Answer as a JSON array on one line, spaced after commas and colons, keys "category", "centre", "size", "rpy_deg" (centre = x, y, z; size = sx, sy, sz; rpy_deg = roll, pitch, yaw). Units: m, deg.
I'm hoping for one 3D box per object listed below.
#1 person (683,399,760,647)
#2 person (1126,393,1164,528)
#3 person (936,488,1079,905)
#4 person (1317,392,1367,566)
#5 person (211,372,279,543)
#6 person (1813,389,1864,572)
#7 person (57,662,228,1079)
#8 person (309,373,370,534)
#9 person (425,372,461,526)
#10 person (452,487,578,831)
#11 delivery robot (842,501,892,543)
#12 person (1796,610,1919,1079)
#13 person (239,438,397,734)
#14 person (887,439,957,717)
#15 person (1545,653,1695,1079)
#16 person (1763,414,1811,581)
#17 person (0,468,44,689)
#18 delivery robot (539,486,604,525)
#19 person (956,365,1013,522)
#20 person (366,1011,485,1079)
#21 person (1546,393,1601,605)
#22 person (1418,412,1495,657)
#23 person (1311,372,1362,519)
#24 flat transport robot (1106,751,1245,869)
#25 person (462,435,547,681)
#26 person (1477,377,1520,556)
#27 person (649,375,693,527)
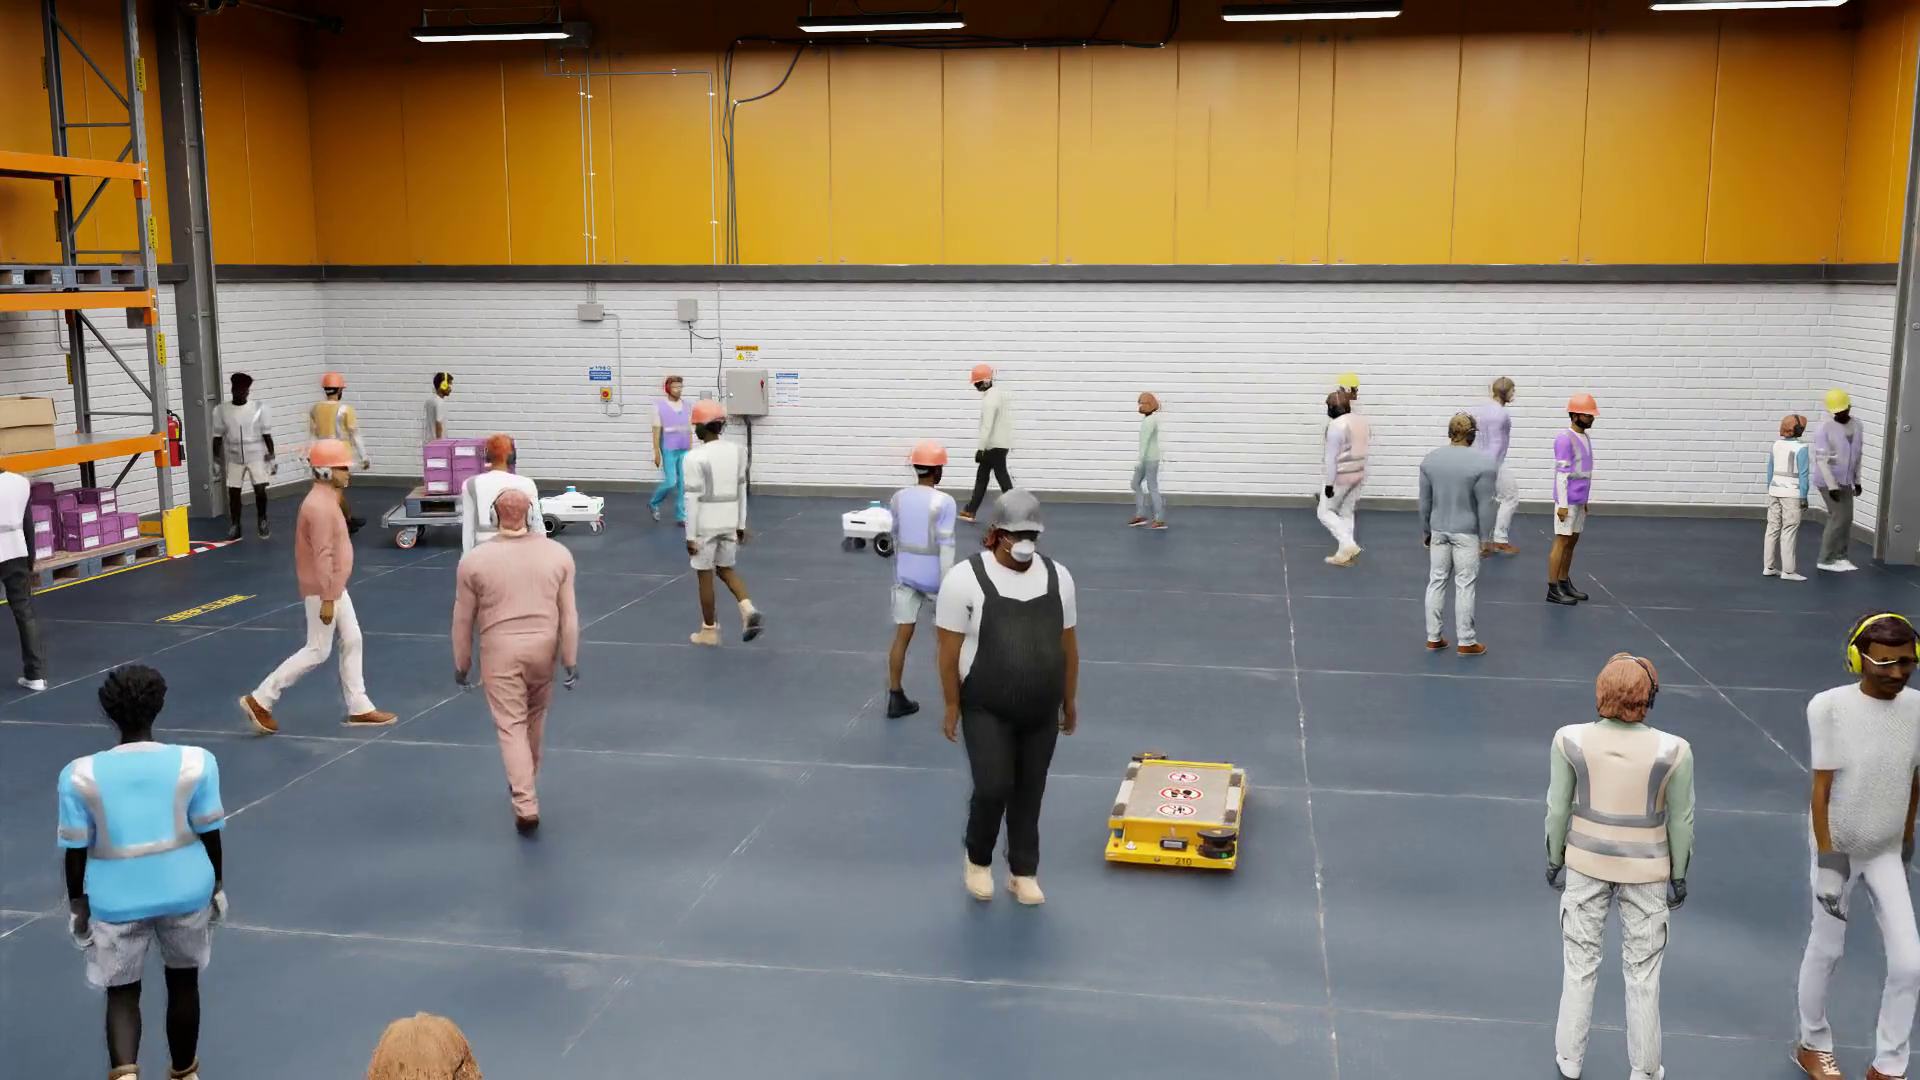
[{"category": "person", "centre": [-1.930, -0.116, 13.332], "size": [0.627, 2.029, 0.634], "rpy_deg": [9, 13, 43]}, {"category": "person", "centre": [2.172, -0.932, 19.682], "size": [0.586, 1.614, 0.512], "rpy_deg": [1, 9, 3]}, {"category": "person", "centre": [0.267, 0.748, 7.929], "size": [0.703, 2.000, 0.535], "rpy_deg": [-4, 10, -22]}, {"category": "person", "centre": [3.936, -0.618, 17.098], "size": [0.438, 1.818, 0.646], "rpy_deg": [9, 13, 44]}, {"category": "person", "centre": [-8.002, -0.917, 18.619], "size": [0.714, 1.930, 0.502], "rpy_deg": [-2, 9, -14]}, {"category": "person", "centre": [8.863, -0.595, 16.800], "size": [0.626, 1.876, 0.411], "rpy_deg": [-4, 10, -24]}, {"category": "person", "centre": [-2.836, 1.273, 5.810], "size": [0.534, 1.674, 0.622], "rpy_deg": [-4, 10, -23]}, {"category": "person", "centre": [-7.015, -0.949, 18.899], "size": [0.559, 1.888, 0.948], "rpy_deg": [3, 10, 17]}, {"category": "person", "centre": [-6.234, -1.076, 19.854], "size": [0.494, 1.839, 0.600], "rpy_deg": [-4, 10, -23]}, {"category": "person", "centre": [-2.451, 0.636, 9.195], "size": [0.659, 1.865, 0.977], "rpy_deg": [-5, 10, -28]}, {"category": "delivery robot", "centre": [-0.910, -0.174, 17.957], "size": [0.707, 0.478, 0.477], "rpy_deg": [4, 10, 26]}, {"category": "person", "centre": [3.284, 1.168, 5.974], "size": [0.490, 1.834, 0.704], "rpy_deg": [0, 9, -2]}, {"category": "person", "centre": [-4.250, 0.315, 10.885], "size": [0.895, 1.966, 0.631], "rpy_deg": [-3, 10, -16]}, {"category": "person", "centre": [-0.220, 0.244, 11.536], "size": [0.567, 1.882, 0.978], "rpy_deg": [6, 11, 33]}, {"category": "person", "centre": [2.430, 1.232, 6.163], "size": [0.513, 1.641, 0.309], "rpy_deg": [5, 10, 26]}, {"category": "person", "centre": [8.168, -0.421, 16.419], "size": [0.312, 1.642, 0.512], "rpy_deg": [-2, 9, -13]}, {"category": "person", "centre": [-7.099, 0.148, 12.165], "size": [0.964, 1.865, 0.629], "rpy_deg": [5, 10, 28]}, {"category": "delivery robot", "centre": [-4.485, -0.376, 19.211], "size": [0.707, 0.478, 0.477], "rpy_deg": [-1, 9, -3]}, {"category": "person", "centre": [0.296, -1.131, 19.920], "size": [0.963, 1.928, 0.684], "rpy_deg": [1, 9, 5]}, {"category": "person", "centre": [-1.015, 1.728, 3.232], "size": [0.533, 1.593, 0.851], "rpy_deg": [2, 9, 15]}, {"category": "person", "centre": [5.638, -0.378, 15.235], "size": [0.374, 1.935, 0.552], "rpy_deg": [8, 12, 40]}, {"category": "person", "centre": [3.923, -0.046, 13.172], "size": [0.375, 1.939, 0.628], "rpy_deg": [-9, 13, -44]}, {"category": "person", "centre": [4.670, -1.159, 20.452], "size": [0.492, 1.816, 0.606], "rpy_deg": [2, 9, 12]}, {"category": "flat transport robot", "centre": [1.199, 1.448, 9.061], "size": [0.652, 0.197, 1.431], "rpy_deg": [2, 9, 11]}, {"category": "person", "centre": [-3.417, 0.124, 12.480], "size": [0.590, 1.826, 1.018], "rpy_deg": [2, 9, 10]}, {"category": "person", "centre": [5.795, -0.781, 17.768], "size": [0.667, 1.918, 0.651], "rpy_deg": [1, 9, 9]}, {"category": "person", "centre": [-3.428, -1.060, 19.814], "size": [0.564, 1.829, 0.565], "rpy_deg": [7, 12, 39]}]
